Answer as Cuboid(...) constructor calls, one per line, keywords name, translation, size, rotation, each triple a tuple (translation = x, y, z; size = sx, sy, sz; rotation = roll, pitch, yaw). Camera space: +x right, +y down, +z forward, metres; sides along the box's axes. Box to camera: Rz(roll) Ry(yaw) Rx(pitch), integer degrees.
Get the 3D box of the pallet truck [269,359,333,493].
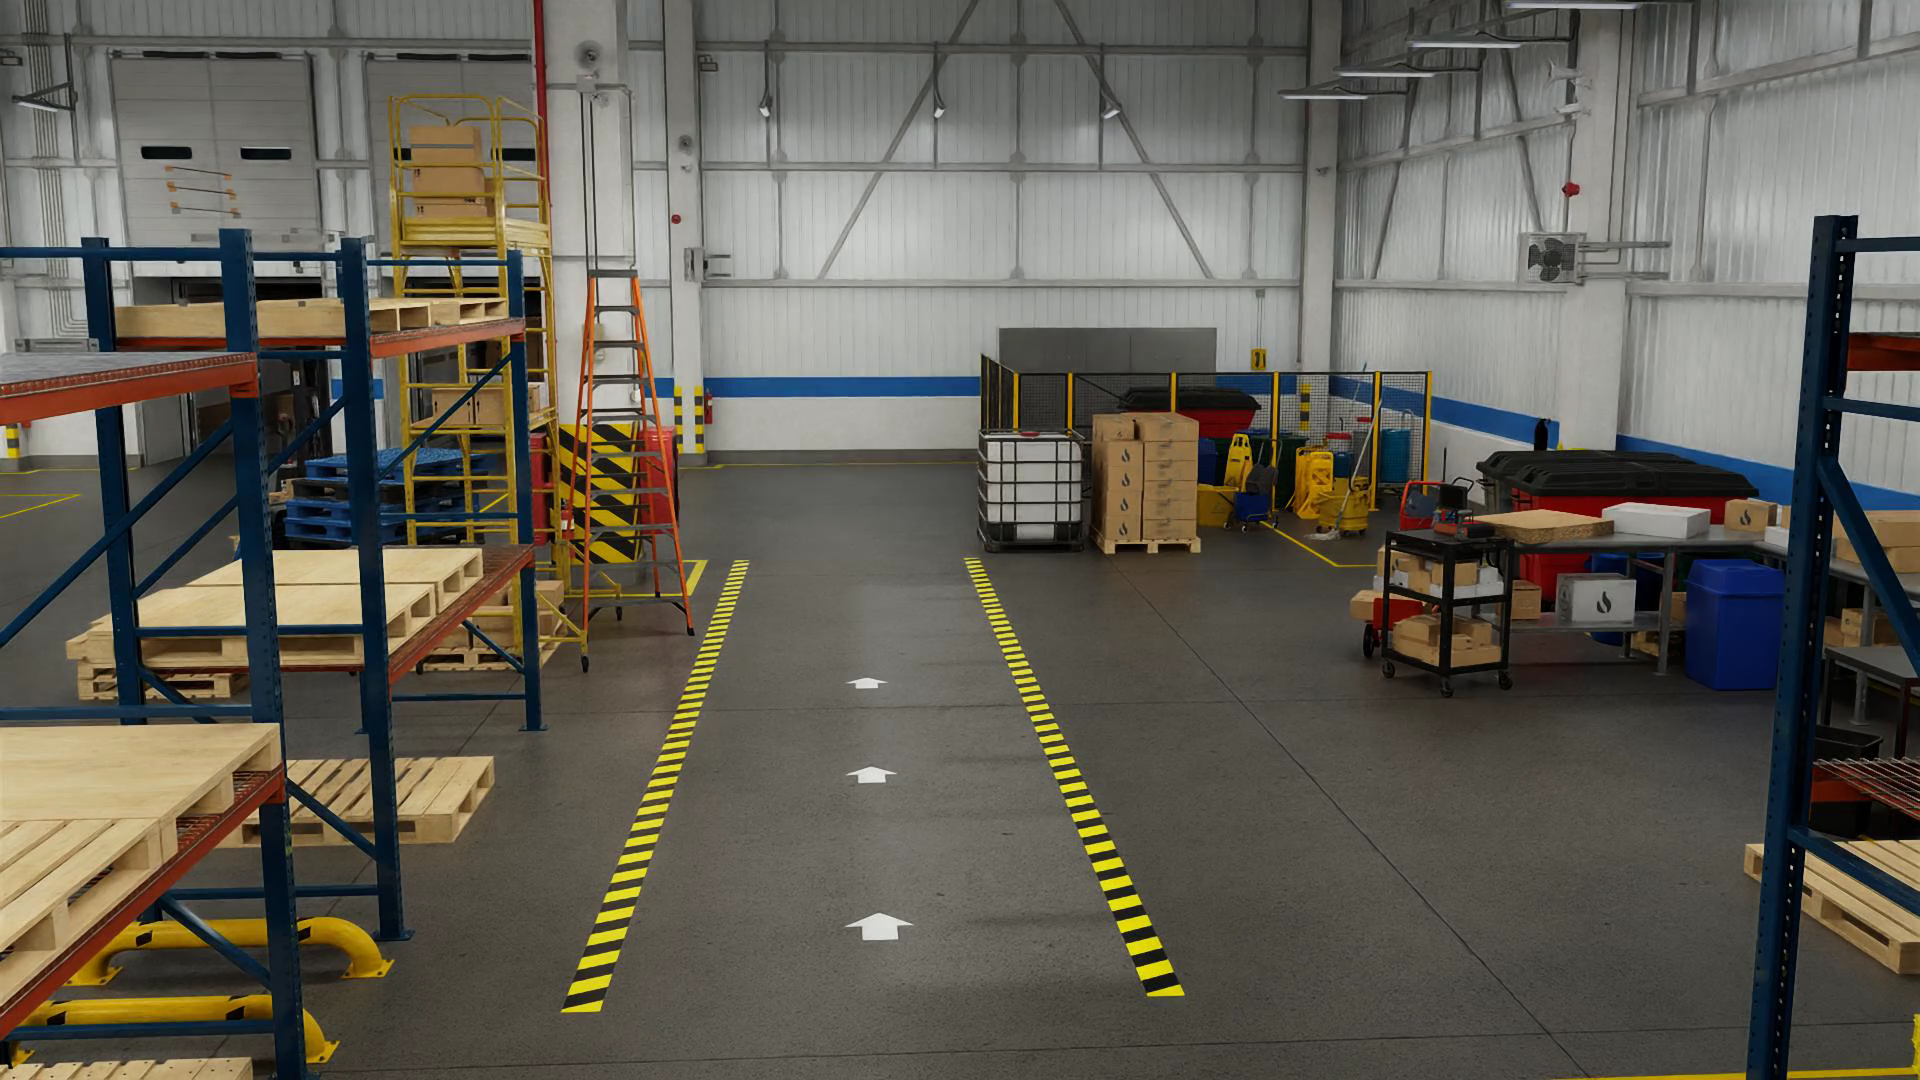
Cuboid(name="pallet truck", translation=(-7.062, -1.131, 18.996), size=(1.885, 1.965, 0.823), rotation=(2, 9, 13))
